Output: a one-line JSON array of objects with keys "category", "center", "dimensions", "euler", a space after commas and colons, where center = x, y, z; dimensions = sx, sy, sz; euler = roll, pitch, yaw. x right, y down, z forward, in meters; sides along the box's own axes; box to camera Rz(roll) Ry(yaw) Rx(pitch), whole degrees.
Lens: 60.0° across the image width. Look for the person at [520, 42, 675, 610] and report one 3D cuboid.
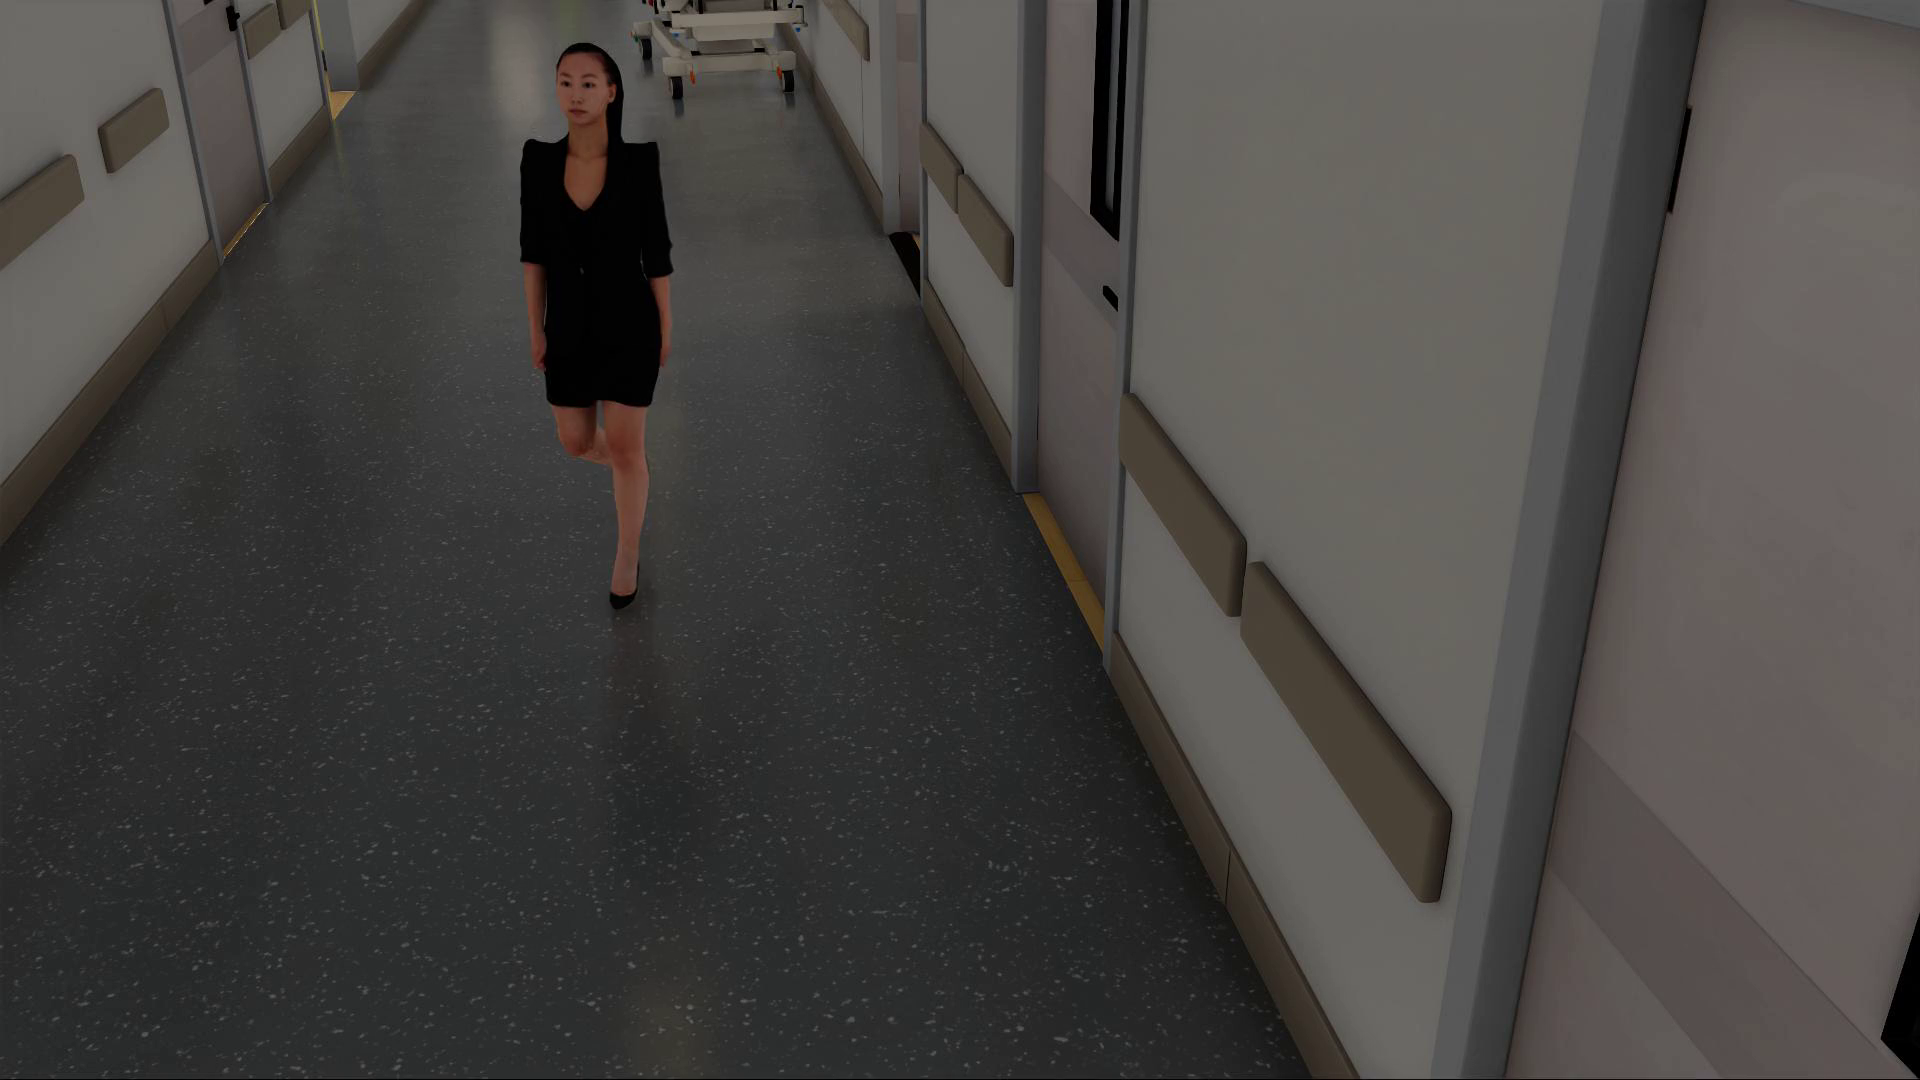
[{"category": "person", "center": [-1.077, -0.639, 5.044], "dimensions": [0.867, 1.682, 0.773], "euler": [1, 26, 1]}]
